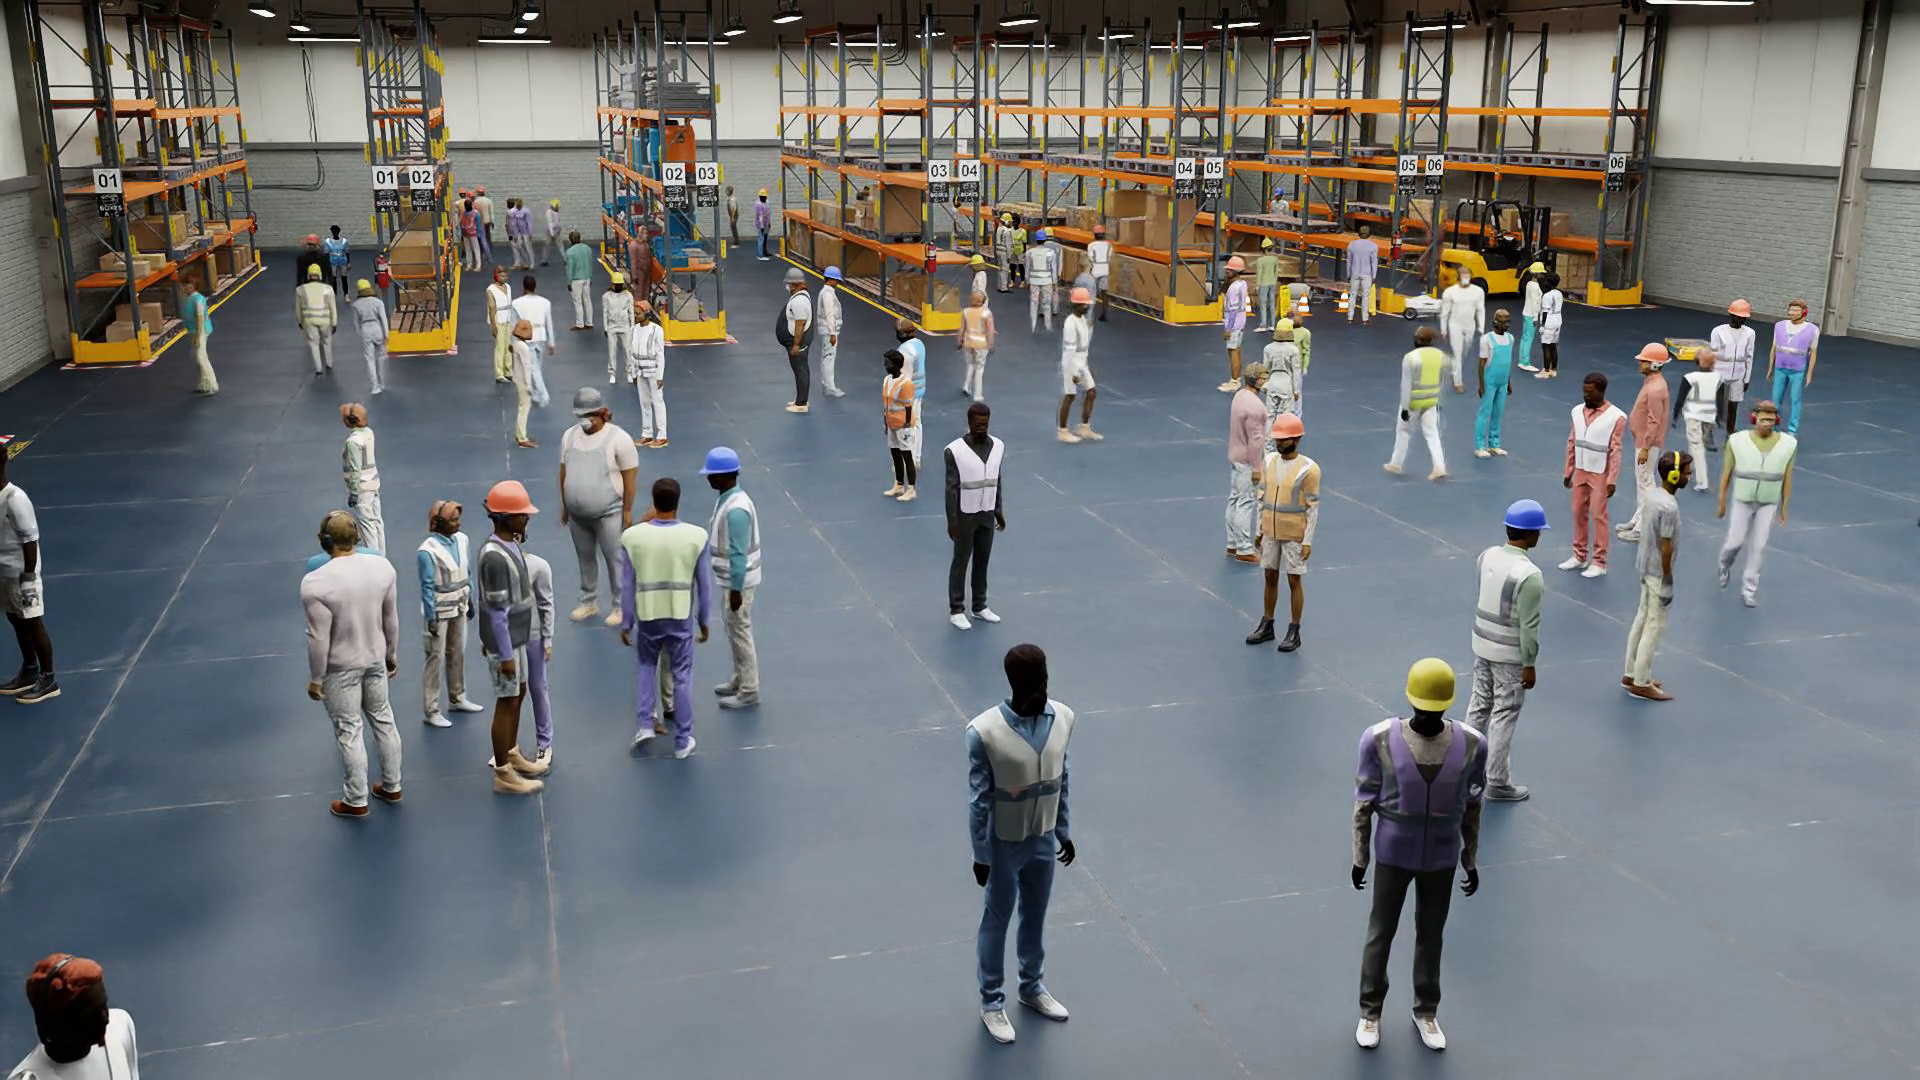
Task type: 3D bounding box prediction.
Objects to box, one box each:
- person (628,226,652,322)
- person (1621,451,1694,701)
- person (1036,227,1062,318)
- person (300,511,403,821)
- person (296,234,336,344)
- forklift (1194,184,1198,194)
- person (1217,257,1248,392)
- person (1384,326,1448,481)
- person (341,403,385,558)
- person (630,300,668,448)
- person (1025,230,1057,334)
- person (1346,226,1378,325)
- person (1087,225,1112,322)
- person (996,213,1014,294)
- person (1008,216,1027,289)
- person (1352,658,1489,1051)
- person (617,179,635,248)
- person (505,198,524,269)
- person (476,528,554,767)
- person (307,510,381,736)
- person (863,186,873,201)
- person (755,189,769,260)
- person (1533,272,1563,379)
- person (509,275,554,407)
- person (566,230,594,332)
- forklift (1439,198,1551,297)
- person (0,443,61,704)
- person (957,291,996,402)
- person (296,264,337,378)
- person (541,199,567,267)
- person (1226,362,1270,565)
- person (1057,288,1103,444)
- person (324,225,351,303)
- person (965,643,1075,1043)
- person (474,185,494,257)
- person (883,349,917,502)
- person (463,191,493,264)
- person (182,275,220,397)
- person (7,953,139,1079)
[{"bbox_3d":[-6.321,-5.283,33.105,0.401,1.899,0.647,5,16,18],"label":"person"},{"bbox_3d":[5.176,0.253,12.321,0.310,1.864,0.533,1,15,5],"label":"person"},{"bbox_3d":[1.778,-5.414,33.706,0.591,1.833,0.404,-5,16,-17],"label":"person"},{"bbox_3d":[-3.731,0.769,10.241,0.355,1.936,0.636,10,18,34],"label":"person"},{"bbox_3d":[-11.678,-4.571,30.247,0.643,1.974,0.568,-1,15,-2],"label":"person"},{"bbox_3d":[7.392,-11.333,53.972,1.873,2.768,1.129,-4,15,-15],"label":"forklift"},{"bbox_3d":[4.137,-3.261,25.197,0.365,2.048,0.608,6,16,21],"label":"person"},{"bbox_3d":[5.405,-1.600,19.429,0.639,1.802,0.949,-6,16,-22],"label":"person"},{"bbox_3d":[-5.555,-0.469,15.470,0.310,1.641,0.514,0,15,-2],"label":"person"},{"bbox_3d":[-3.979,-2.113,21.210,0.576,1.879,0.356,11,18,35],"label":"person"},{"bbox_3d":[1.532,-4.881,31.479,0.605,1.951,0.380,3,15,11],"label":"person"},{"bbox_3d":[7.917,-5.219,32.803,0.624,1.931,0.377,9,17,30],"label":"person"},{"bbox_3d":[2.766,-5.366,33.429,0.548,1.871,1.012,-4,15,-16],"label":"person"},{"bbox_3d":[1.034,-6.532,37.945,0.404,1.824,0.586,-5,16,-19],"label":"person"},{"bbox_3d":[1.324,-6.749,39.008,0.537,1.692,0.320,8,17,28],"label":"person"},{"bbox_3d":[2.115,1.452,7.693,0.594,1.922,0.381,1,15,3],"label":"person"},{"bbox_3d":[-9.987,-9.734,49.566,0.683,2.000,0.537,-3,15,-12],"label":"person"},{"bbox_3d":[-11.627,-7.985,43.368,0.429,1.841,0.634,2,15,7],"label":"person"},{"bbox_3d":[-2.936,0.649,11.016,0.525,1.772,0.306,2,15,7],"label":"person"},{"bbox_3d":[-4.207,0.588,11.500,0.497,1.636,0.286,-8,17,-27],"label":"person"},{"bbox_3d":[-2.721,-9.528,49.153,0.499,1.860,0.335,12,19,37],"label":"person"},{"bbox_3d":[-5.439,-8.673,45.798,0.383,1.923,0.590,-1,15,-5],"label":"person"},{"bbox_3d":[9.370,-3.403,26.417,0.322,1.691,0.532,13,19,40],"label":"person"},{"bbox_3d":[-6.157,-2.880,24.094,0.594,1.884,0.909,-12,19,-39],"label":"person"},{"bbox_3d":[-7.268,-4.948,31.775,0.379,1.929,0.636,9,18,32],"label":"person"},{"bbox_3d":[11.913,-6.508,37.130,2.313,2.155,1.214,-4,15,-15],"label":"forklift"},{"bbox_3d":[-6.960,0.228,12.223,0.611,1.962,0.364,13,19,39],"label":"person"},{"bbox_3d":[0.237,-2.849,24.459,0.579,1.617,0.409,8,17,28],"label":"person"},{"bbox_3d":[-10.317,-3.522,26.691,0.597,1.778,0.968,-6,16,-21],"label":"person"},{"bbox_3d":[-10.699,-8.116,43.997,0.969,1.759,0.618,4,15,14],"label":"person"},{"bbox_3d":[2.757,-0.741,15.929,0.379,1.937,0.629,-2,15,-6],"label":"person"},{"bbox_3d":[1.585,-2.221,21.333,0.744,2.014,0.653,6,16,21],"label":"person"},{"bbox_3d":[-13.540,-6.006,36.203,0.533,1.693,0.319,-7,16,-23],"label":"person"},{"bbox_3d":[0.288,1.403,7.888,0.593,1.922,0.391,-11,18,-35],"label":"person"},{"bbox_3d":[-13.460,-8.994,46.896,0.614,1.995,0.425,-6,16,-22],"label":"person"},{"bbox_3d":[-0.675,-1.270,18.402,0.322,1.688,0.538,-10,18,-32],"label":"person"},{"bbox_3d":[-13.046,-8.430,44.869,1.038,1.939,0.647,11,18,36],"label":"person"},{"bbox_3d":[-11.383,-3.054,24.876,0.383,1.813,0.684,-11,18,-35],"label":"person"},{"bbox_3d":[-2.727,2.146,5.203,0.378,1.873,0.587,1,15,5],"label":"person"}]
